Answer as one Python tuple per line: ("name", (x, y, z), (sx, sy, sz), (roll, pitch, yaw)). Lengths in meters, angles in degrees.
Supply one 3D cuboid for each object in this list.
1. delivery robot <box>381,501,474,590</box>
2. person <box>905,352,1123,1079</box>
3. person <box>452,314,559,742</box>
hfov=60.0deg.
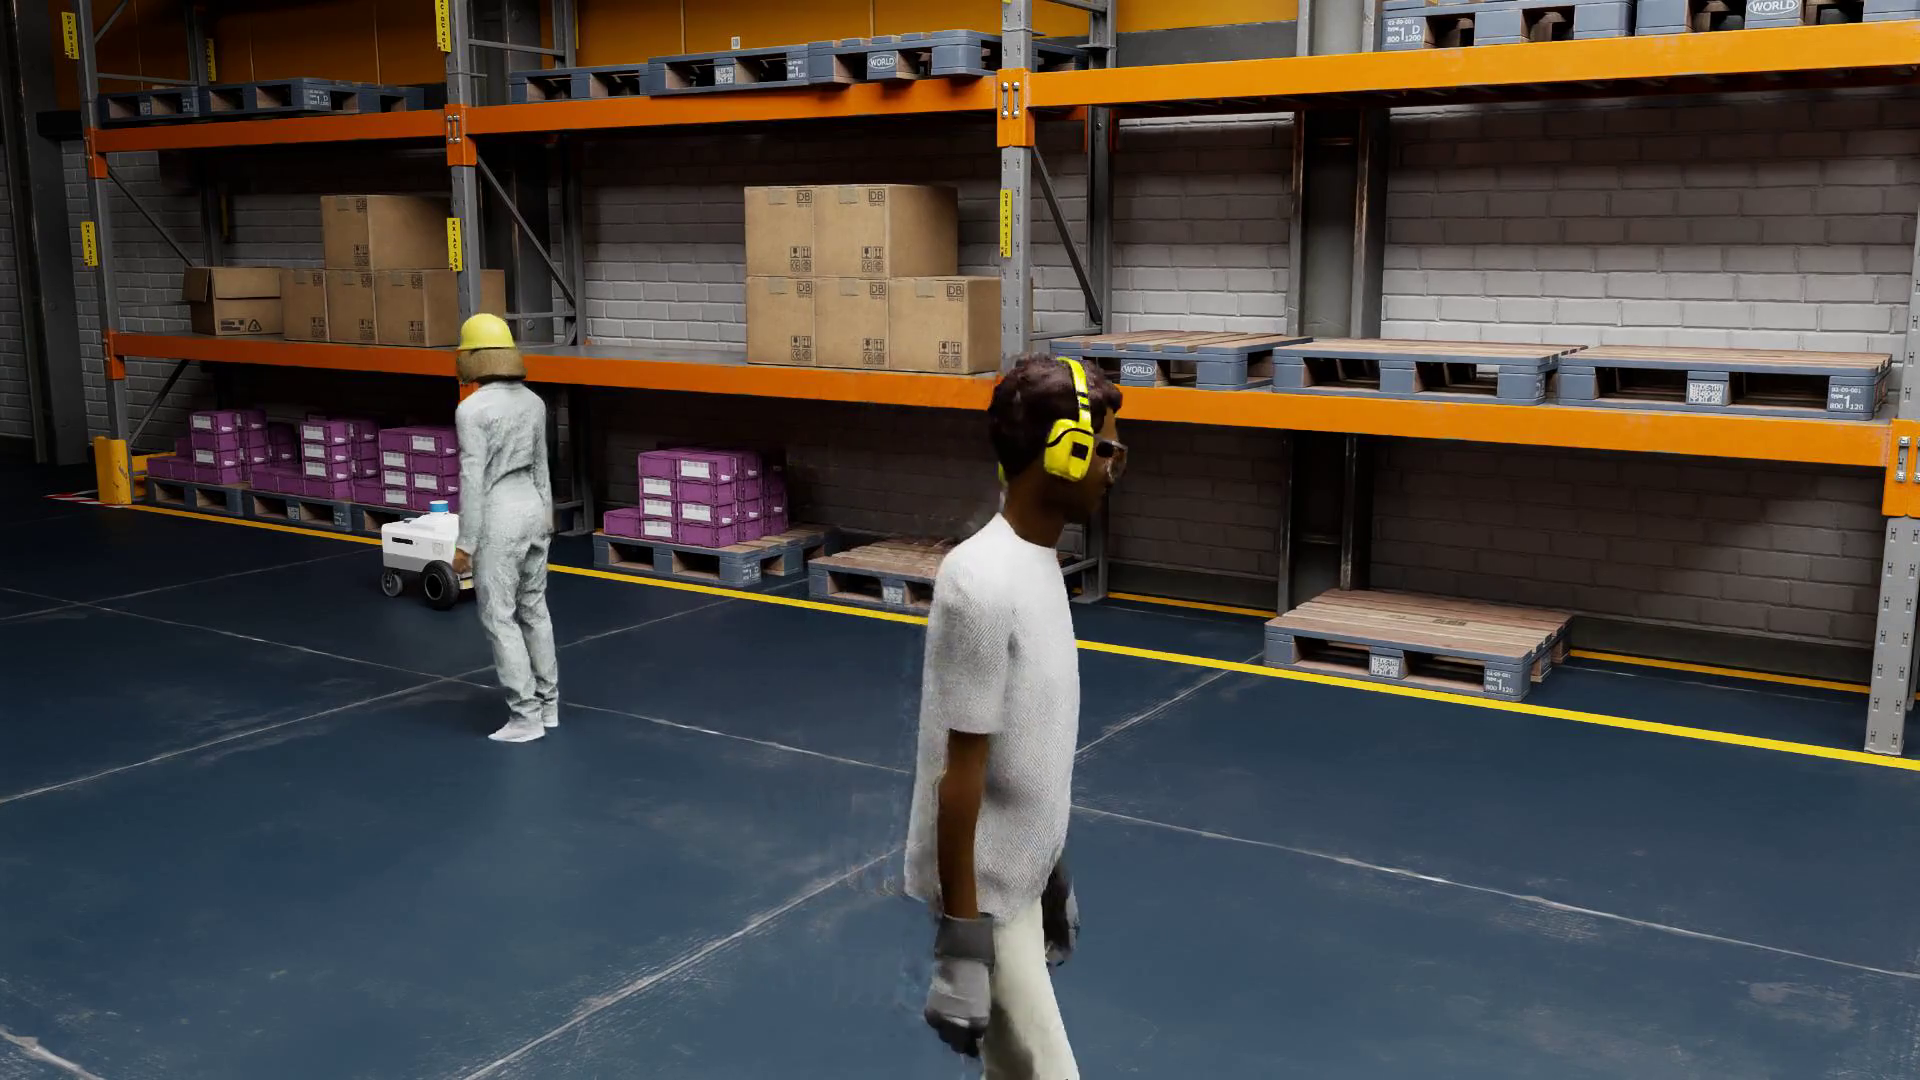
("delivery robot", (-2.925, 0.021, 9.370), (0.707, 0.478, 0.477), (7, 12, 33))
("person", (0.069, 0.611, 2.811), (0.406, 1.837, 0.582), (2, 10, 11))
("person", (-1.841, -0.038, 6.749), (0.448, 1.732, 0.515), (4, 11, 23))
